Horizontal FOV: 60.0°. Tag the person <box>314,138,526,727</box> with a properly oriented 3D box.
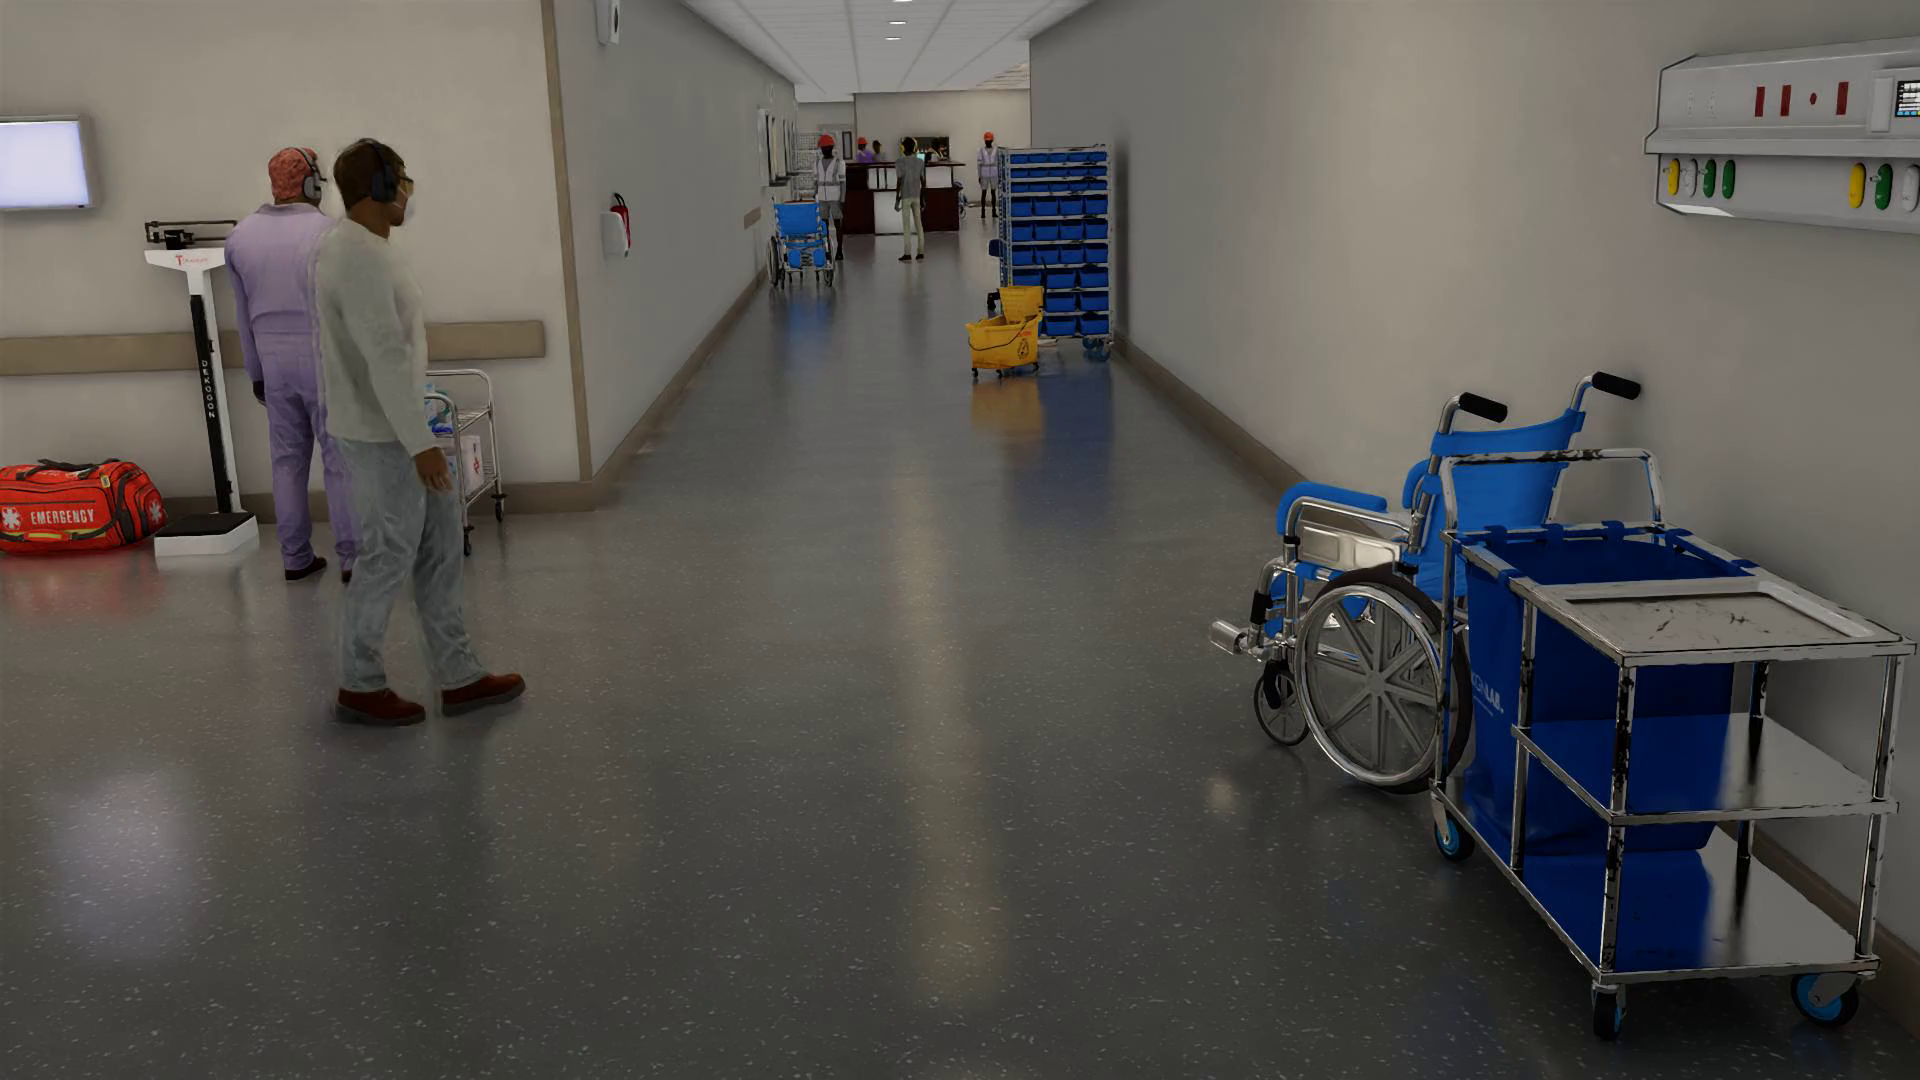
[{"bbox_3d":[-1.834,-0.325,5.399,0.624,1.911,0.741,-5,14,-12],"label":"person"}]

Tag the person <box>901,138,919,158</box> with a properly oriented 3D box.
[{"bbox_3d":[-1.108,-8.623,39.586,0.592,1.832,0.404,-11,16,-33],"label":"person"}]

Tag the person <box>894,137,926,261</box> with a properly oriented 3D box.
[{"bbox_3d":[-0.770,-5.227,25.515,0.528,1.871,0.323,-9,16,-28],"label":"person"}]

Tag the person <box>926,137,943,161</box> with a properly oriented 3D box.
[{"bbox_3d":[-0.560,-8.484,38.944,0.430,1.841,0.624,4,15,21],"label":"person"}]

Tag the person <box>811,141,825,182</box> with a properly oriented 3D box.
[{"bbox_3d":[-3.706,-9.697,44.236,0.394,1.871,0.633,9,17,38],"label":"person"}]

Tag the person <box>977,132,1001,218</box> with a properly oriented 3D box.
[{"bbox_3d":[0.676,-8.344,38.019,0.547,1.934,0.375,-3,14,-6],"label":"person"}]

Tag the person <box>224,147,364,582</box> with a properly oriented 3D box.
[{"bbox_3d":[-2.837,-0.755,7.325,0.648,1.902,0.399,1,14,13],"label":"person"}]

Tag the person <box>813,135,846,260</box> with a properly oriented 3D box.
[{"bbox_3d":[-2.047,-5.356,26.053,0.542,1.939,0.364,4,15,21],"label":"person"}]
